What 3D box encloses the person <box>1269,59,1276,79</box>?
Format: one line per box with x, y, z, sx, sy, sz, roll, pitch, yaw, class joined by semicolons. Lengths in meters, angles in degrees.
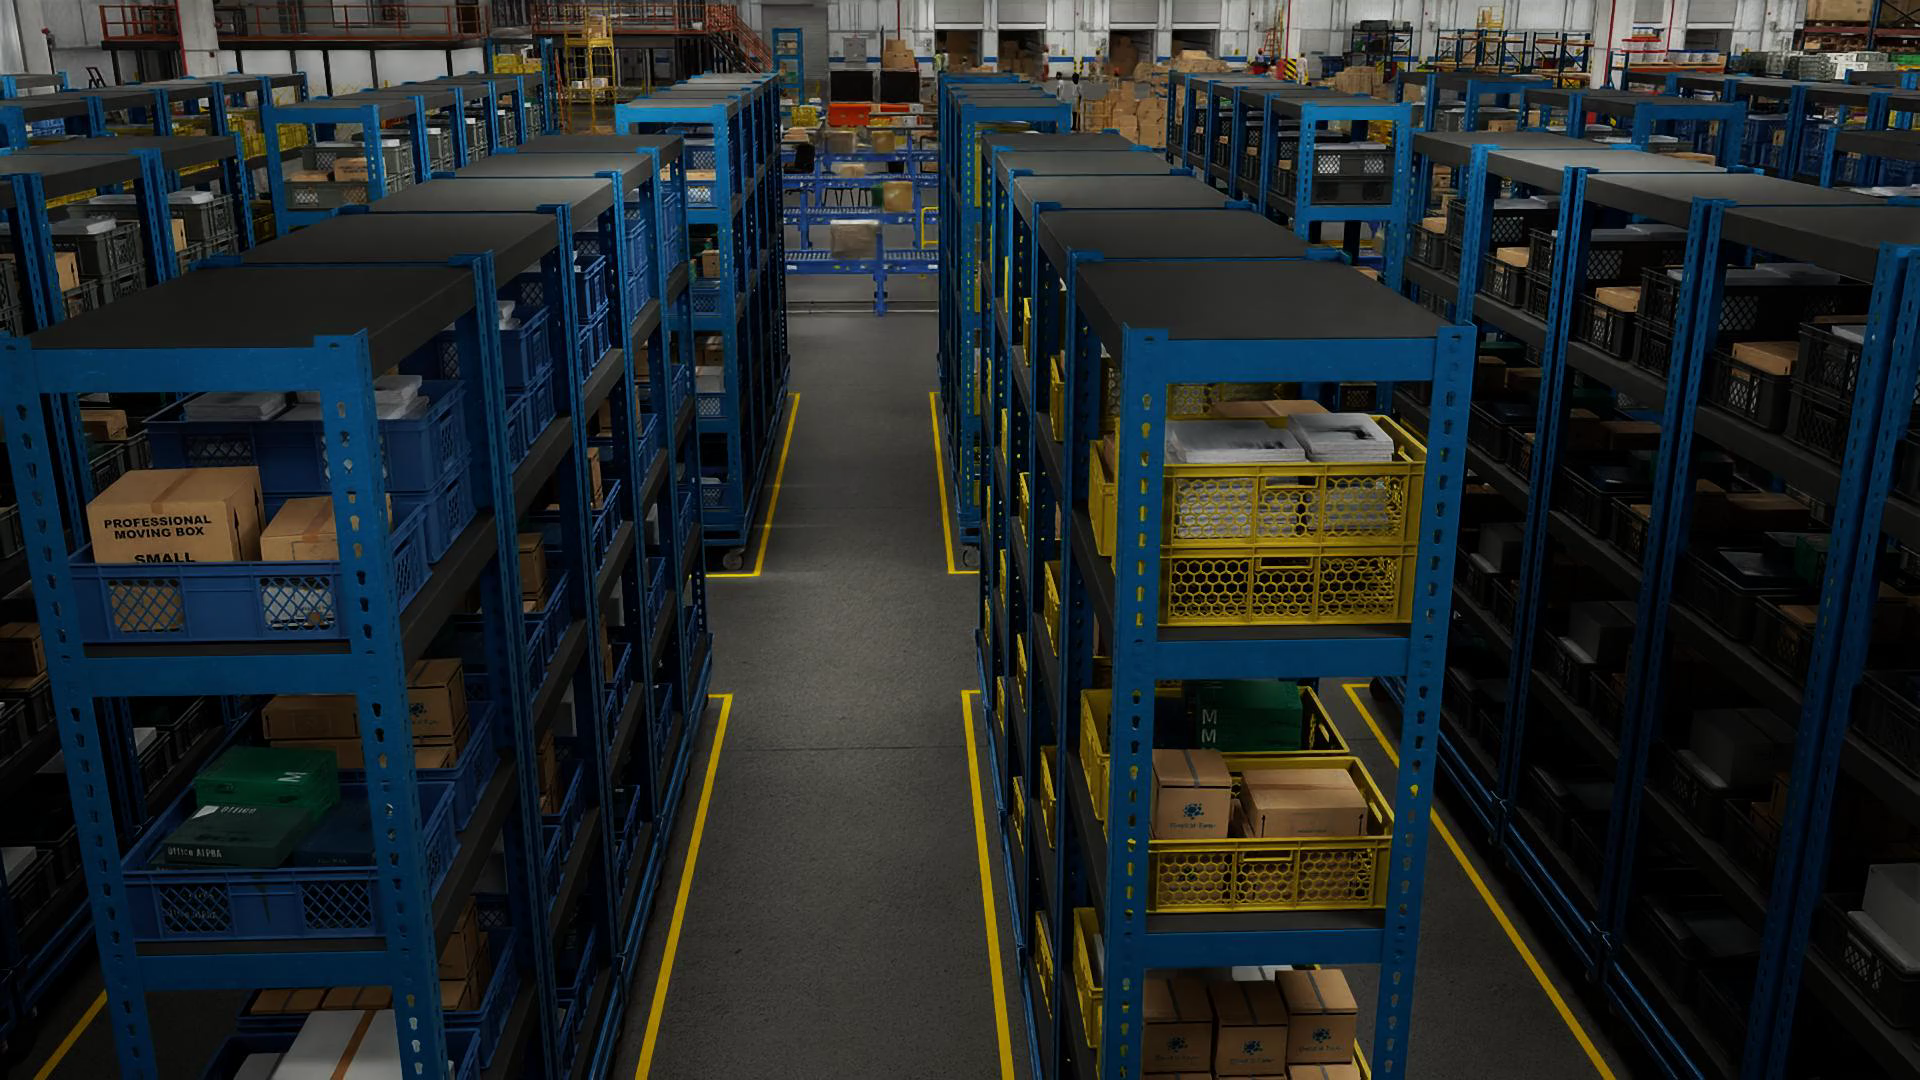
15.108;-22.397;80.482;0.534;1.693;0.321;-16;24;-40;person

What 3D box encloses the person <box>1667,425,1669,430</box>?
6.391;-1.186;14.493;0.607;1.914;0.952;-1;18;-4;person

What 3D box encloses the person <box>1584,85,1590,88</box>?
21.183;-14.588;55.752;0.581;2.000;0.696;-15;23;-38;person

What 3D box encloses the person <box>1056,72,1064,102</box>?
3.673;-16.494;61.938;0.383;1.855;0.555;5;19;16;person

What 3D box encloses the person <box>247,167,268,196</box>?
-16.247;-8.777;38.085;0.667;1.849;0.887;-10;20;-28;person

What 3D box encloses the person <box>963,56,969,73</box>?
0.312;-23.697;84.473;0.441;1.698;0.538;9;20;26;person

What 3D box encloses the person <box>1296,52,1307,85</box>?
17.076;-23.380;83.118;0.358;1.938;0.636;-17;24;-42;person

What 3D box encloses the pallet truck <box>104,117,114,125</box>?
-18.367;-7.885;35.078;1.885;1.965;0.823;1;18;2;pallet truck

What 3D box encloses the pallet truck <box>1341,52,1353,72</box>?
18.794;-23.123;82.231;0.823;1.965;1.885;-13;22;-35;pallet truck

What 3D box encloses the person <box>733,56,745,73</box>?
-10.611;-22.287;79.842;0.595;1.881;0.466;-1;18;-4;person

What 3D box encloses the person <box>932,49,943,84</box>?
-1.237;-25.982;91.331;0.627;1.844;0.429;-8;19;-23;person

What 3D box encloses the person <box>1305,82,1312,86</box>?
11.902;-14.861;57.154;0.320;1.692;0.534;6;19;19;person

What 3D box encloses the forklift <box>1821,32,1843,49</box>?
46.003;-25.465;88.067;1.129;2.768;1.873;-1;18;-2;forklift

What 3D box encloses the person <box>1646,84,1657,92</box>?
26.184;-16.892;63.153;0.936;1.865;0.608;-9;20;-25;person

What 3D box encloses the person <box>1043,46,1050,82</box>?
4.867;-26.661;93.214;0.525;1.970;0.621;2;18;7;person

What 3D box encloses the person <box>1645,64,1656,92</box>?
30.786;-20.417;74.060;0.574;1.876;0.355;-7;19;-20;person

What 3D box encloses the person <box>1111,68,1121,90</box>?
6.072;-17.434;64.830;1.022;1.864;0.569;12;21;32;person

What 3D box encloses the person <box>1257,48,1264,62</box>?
16.298;-25.722;90.371;0.375;1.935;0.551;0;18;0;person

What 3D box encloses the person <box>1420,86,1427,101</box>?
16.405;-15.329;58.268;0.589;1.898;0.513;12;22;34;person

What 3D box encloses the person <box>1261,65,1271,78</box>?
12.542;-18.550;68.292;0.688;1.862;0.707;-5;19;-16;person

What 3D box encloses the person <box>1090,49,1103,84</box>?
7.573;-26.140;91.757;0.974;1.871;0.613;14;23;38;person

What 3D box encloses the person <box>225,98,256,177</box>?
-18.261;-10.165;42.107;0.677;2.024;0.606;-6;19;-19;person

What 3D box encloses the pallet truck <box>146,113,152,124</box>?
-18.087;-8.309;36.390;1.885;1.965;0.823;-1;18;-4;pallet truck

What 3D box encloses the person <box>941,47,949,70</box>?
-0.935;-26.474;92.703;0.613;1.926;0.645;14;22;36;person

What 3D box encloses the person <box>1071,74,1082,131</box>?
4.013;-15.192;57.740;0.367;1.966;0.606;-8;20;-24;person
